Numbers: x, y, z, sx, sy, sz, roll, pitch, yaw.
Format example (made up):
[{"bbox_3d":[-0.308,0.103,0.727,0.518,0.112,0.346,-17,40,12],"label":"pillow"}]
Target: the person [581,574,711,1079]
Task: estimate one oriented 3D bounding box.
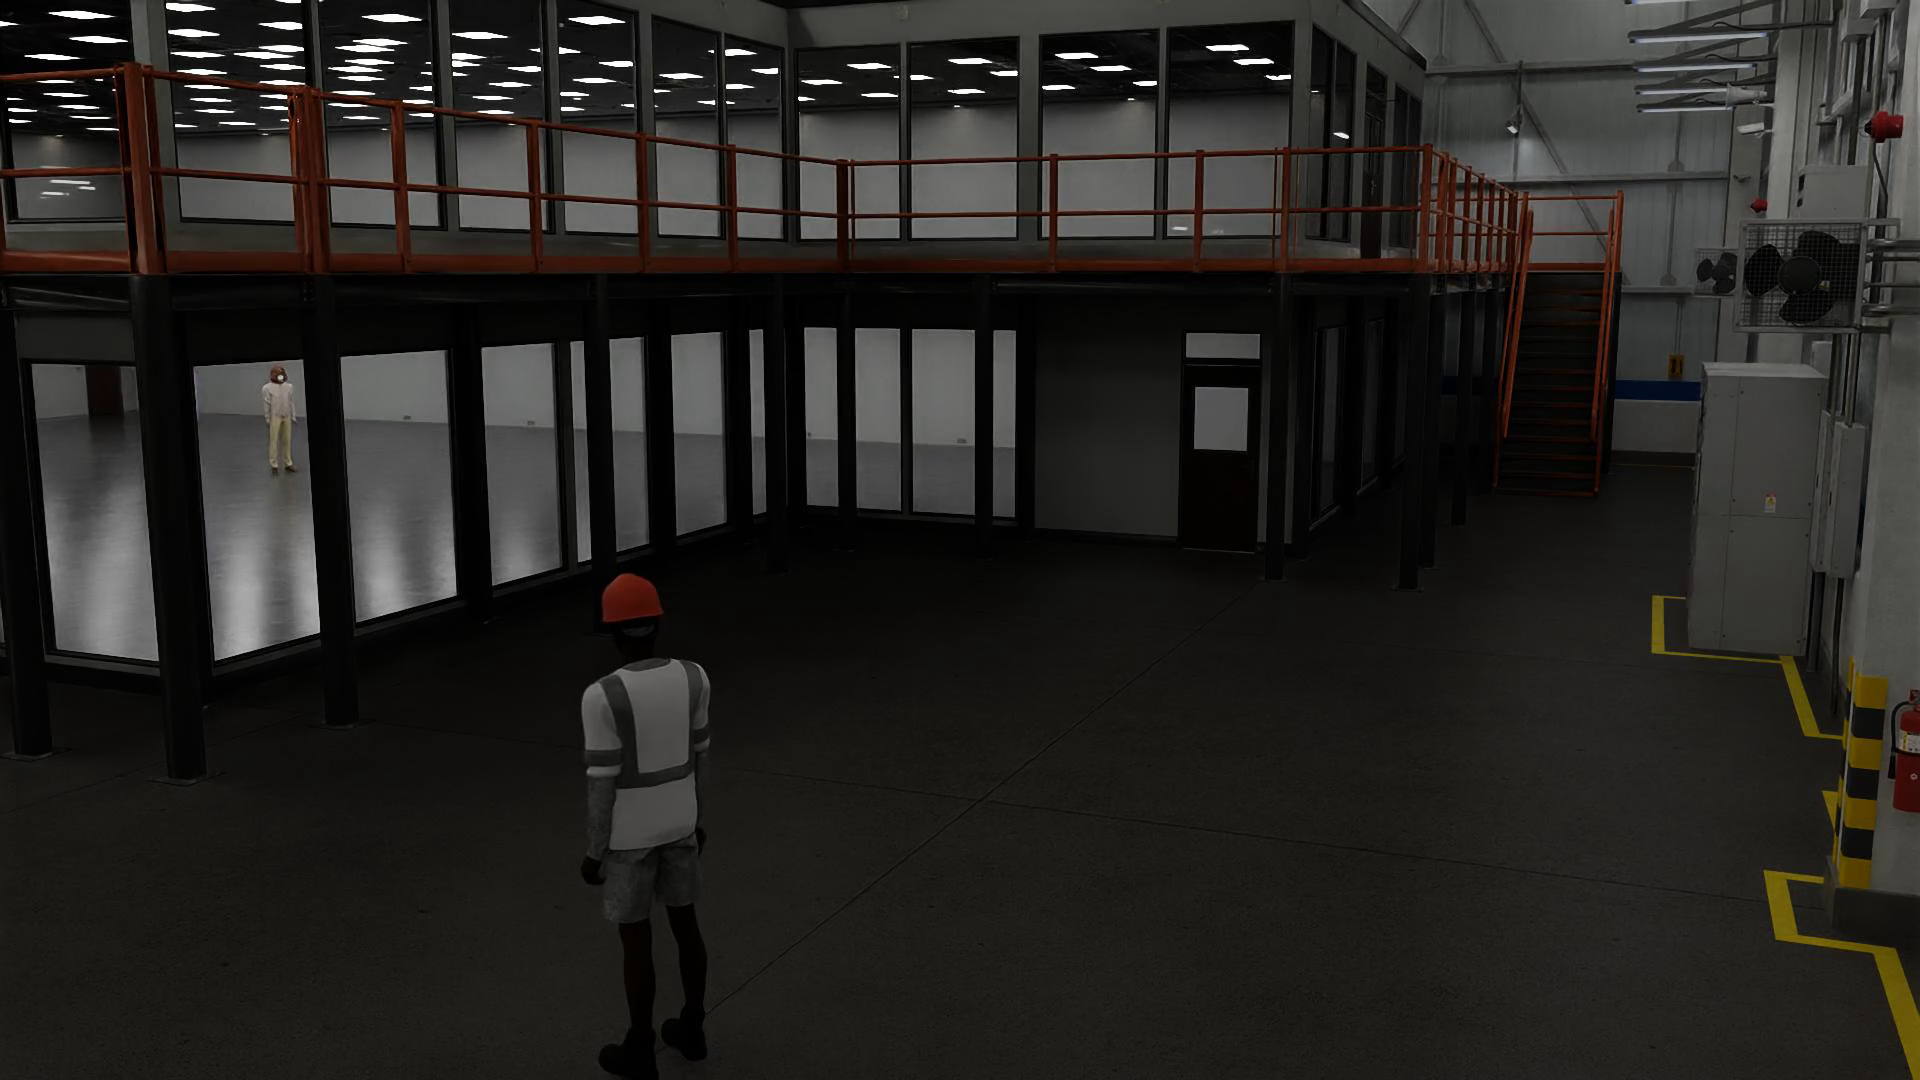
[{"bbox_3d":[-1.199,1.084,6.312,0.542,1.929,0.374,-9,13,-43],"label":"person"}]
